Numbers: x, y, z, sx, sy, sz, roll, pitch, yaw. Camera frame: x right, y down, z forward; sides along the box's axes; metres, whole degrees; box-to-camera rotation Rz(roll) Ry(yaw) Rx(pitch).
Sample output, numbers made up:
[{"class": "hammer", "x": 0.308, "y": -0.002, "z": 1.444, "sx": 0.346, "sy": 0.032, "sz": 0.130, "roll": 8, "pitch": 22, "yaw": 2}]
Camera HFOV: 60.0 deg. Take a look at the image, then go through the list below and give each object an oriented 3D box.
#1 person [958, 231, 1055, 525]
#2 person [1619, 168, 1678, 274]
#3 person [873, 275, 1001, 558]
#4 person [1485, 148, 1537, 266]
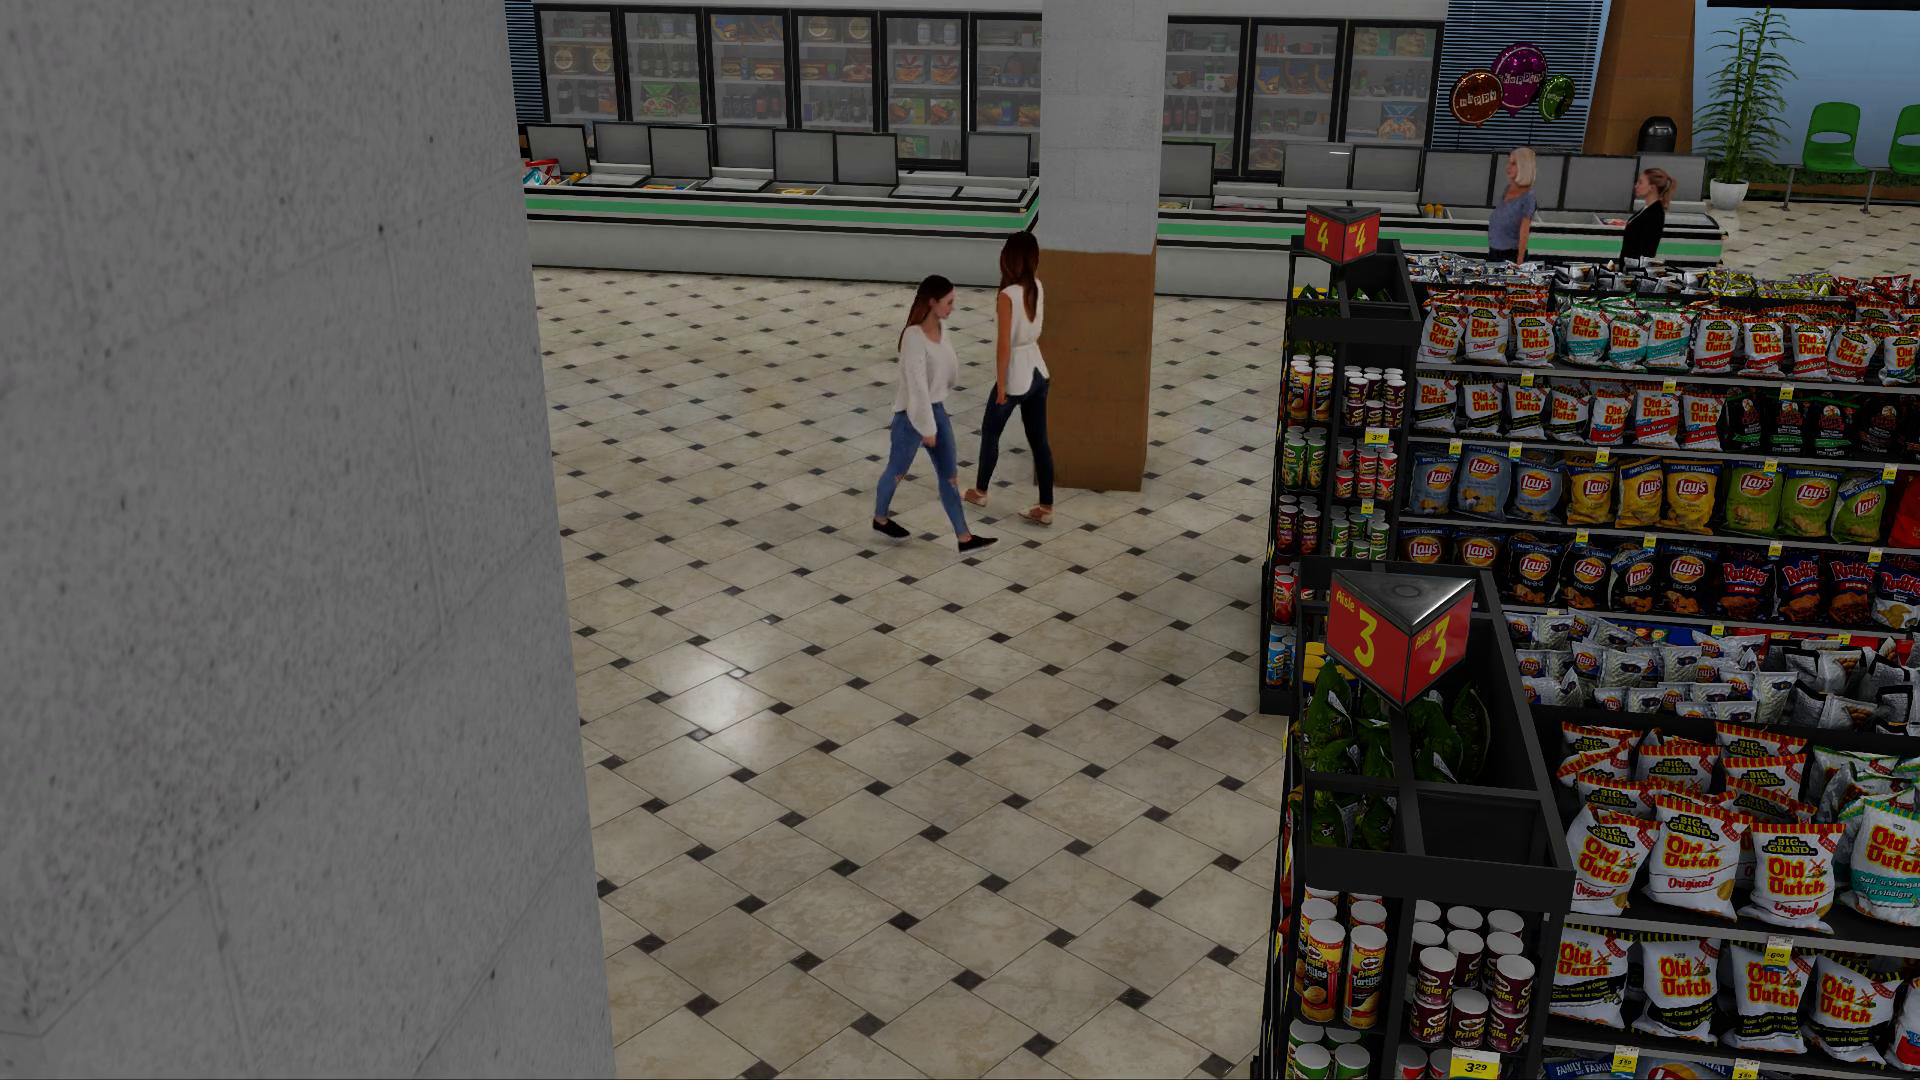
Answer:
[{"class": "person", "x": 0.450, "y": -0.920, "z": 9.938, "sx": 1.048, "sy": 1.746, "sz": 0.895, "roll": 19, "pitch": 30, "yaw": 37}, {"class": "person", "x": 4.973, "y": -1.856, "z": 12.128, "sx": 0.606, "sy": 1.705, "sz": 0.653, "roll": 11, "pitch": 26, "yaw": 23}, {"class": "person", "x": -0.308, "y": -0.691, "z": 9.549, "sx": 1.173, "sy": 1.639, "sz": 0.906, "roll": 12, "pitch": 27, "yaw": 26}, {"class": "person", "x": 4.285, "y": -2.137, "z": 12.777, "sx": 1.083, "sy": 1.700, "sz": 0.845, "roll": -6, "pitch": 24, "yaw": -12}]
